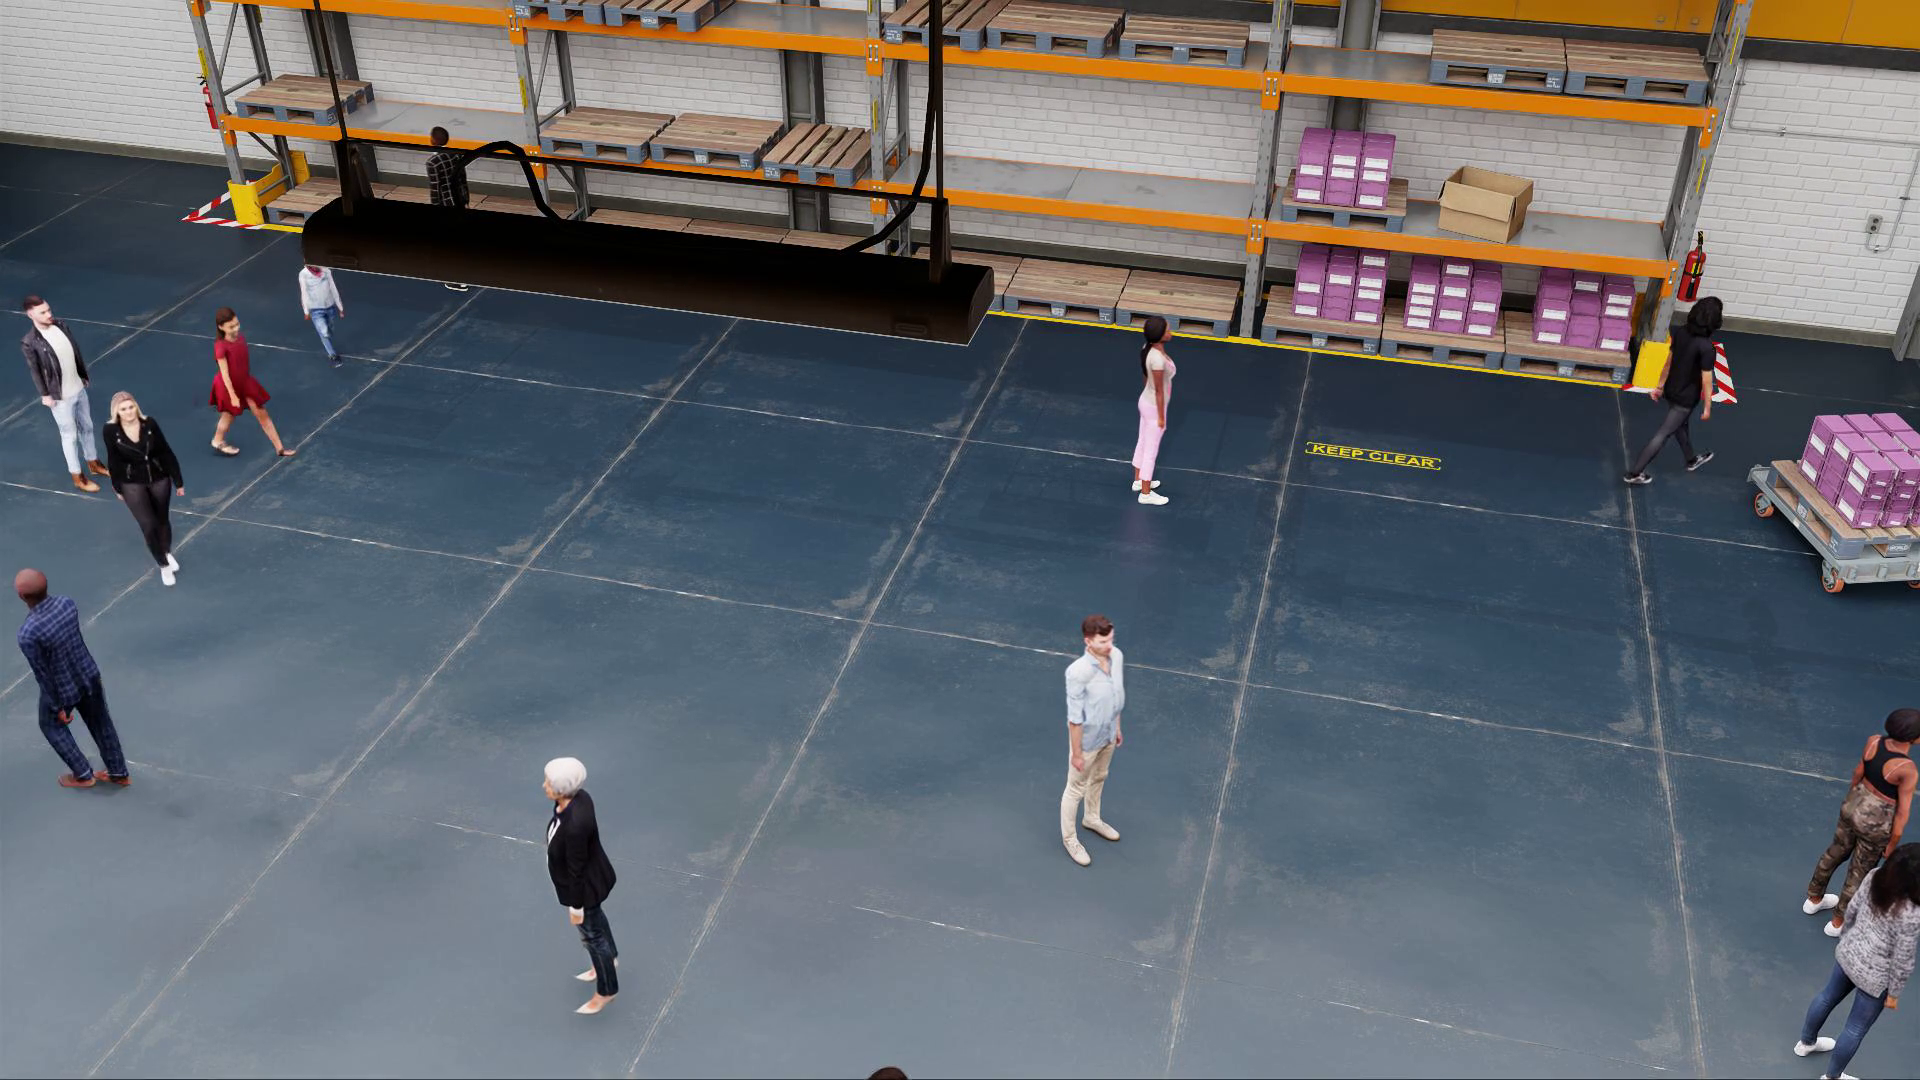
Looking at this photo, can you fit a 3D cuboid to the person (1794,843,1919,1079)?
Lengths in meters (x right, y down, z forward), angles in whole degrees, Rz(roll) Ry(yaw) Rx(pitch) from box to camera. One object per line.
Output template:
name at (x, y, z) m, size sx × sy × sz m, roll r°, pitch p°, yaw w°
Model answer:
person at (5.012, 2.327, 9.176) m, size 0.657 × 1.732 × 0.689 m, roll -5°, pitch 34°, yaw -7°

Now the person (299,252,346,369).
person at (-6.430, -2.372, 16.696) m, size 0.773 × 1.233 × 0.893 m, roll -24°, pitch 40°, yaw -32°

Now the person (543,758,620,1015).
person at (-2.175, 1.984, 9.507) m, size 0.747 × 1.780 × 0.824 m, roll -7°, pitch 34°, yaw -10°

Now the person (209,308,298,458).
person at (-6.583, -1.404, 14.984) m, size 1.096 × 1.516 × 0.616 m, roll 8°, pitch 34°, yaw 12°

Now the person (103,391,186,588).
person at (-6.603, -0.482, 13.457) m, size 0.851 × 1.671 × 0.914 m, roll -22°, pitch 39°, yaw -29°

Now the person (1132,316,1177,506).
person at (1.663, -1.138, 14.381) m, size 0.629 × 1.740 × 0.645 m, roll -4°, pitch 34°, yaw -5°

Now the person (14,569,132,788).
person at (-5.909, 0.962, 11.165) m, size 0.740 × 1.803 × 0.688 m, roll 12°, pitch 35°, yaw 17°

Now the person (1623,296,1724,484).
person at (6.224, -1.260, 14.516) m, size 1.241 × 1.793 × 1.014 m, roll -7°, pitch 34°, yaw -11°

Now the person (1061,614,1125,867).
person at (0.852, 1.242, 10.704) m, size 0.726 × 1.848 × 0.731 m, roll 28°, pitch 43°, yaw 35°

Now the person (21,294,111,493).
person at (-7.841, -1.312, 14.556) m, size 0.512 × 1.836 × 0.648 m, roll 8°, pitch 34°, yaw 12°

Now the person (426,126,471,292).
person at (-5.493, -3.600, 18.012) m, size 0.677 × 1.821 × 0.725 m, roll 21°, pitch 39°, yaw 28°

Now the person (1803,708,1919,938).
person at (5.541, 1.701, 10.146) m, size 0.662 × 1.699 × 0.656 m, roll -7°, pitch 34°, yaw -11°

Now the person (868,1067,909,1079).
person at (-0.325, 3.120, 8.063) m, size 0.700 × 1.642 × 0.613 m, roll -23°, pitch 40°, yaw -31°
